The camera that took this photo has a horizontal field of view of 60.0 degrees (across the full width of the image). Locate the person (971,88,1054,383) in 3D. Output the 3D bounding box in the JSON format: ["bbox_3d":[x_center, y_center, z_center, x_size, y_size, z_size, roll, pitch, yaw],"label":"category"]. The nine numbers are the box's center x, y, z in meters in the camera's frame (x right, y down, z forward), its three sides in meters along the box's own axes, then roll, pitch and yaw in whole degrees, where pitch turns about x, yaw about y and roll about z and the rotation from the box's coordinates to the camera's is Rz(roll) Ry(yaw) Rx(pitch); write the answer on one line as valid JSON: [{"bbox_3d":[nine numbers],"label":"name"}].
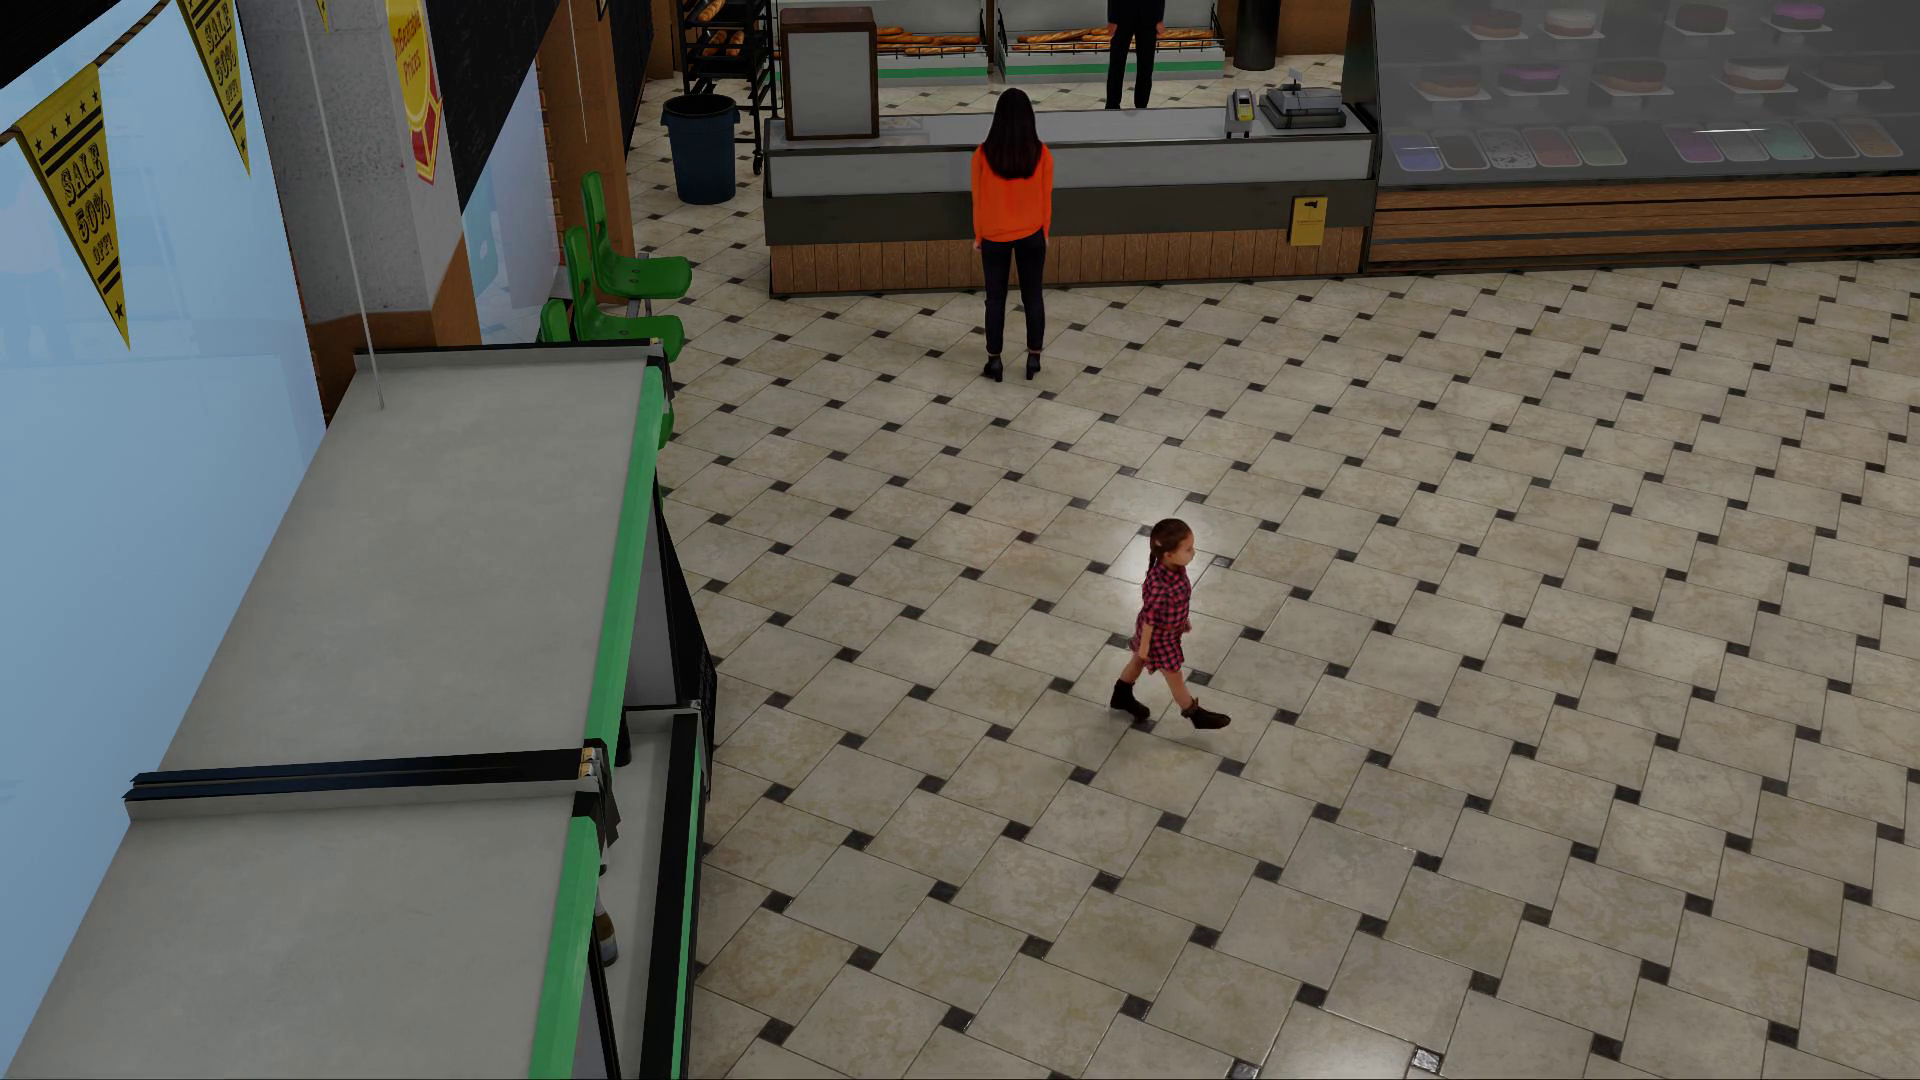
[{"bbox_3d":[0.306,-1.735,9.555,0.609,1.749,0.537,-2,32,-4],"label":"person"}]

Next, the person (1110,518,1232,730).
[{"bbox_3d":[0.790,0.347,6.914,0.707,1.003,0.745,13,34,20],"label":"person"}]

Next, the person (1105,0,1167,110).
[{"bbox_3d":[1.428,-4.240,13.468,0.623,1.868,0.573,-2,32,-3],"label":"person"}]
